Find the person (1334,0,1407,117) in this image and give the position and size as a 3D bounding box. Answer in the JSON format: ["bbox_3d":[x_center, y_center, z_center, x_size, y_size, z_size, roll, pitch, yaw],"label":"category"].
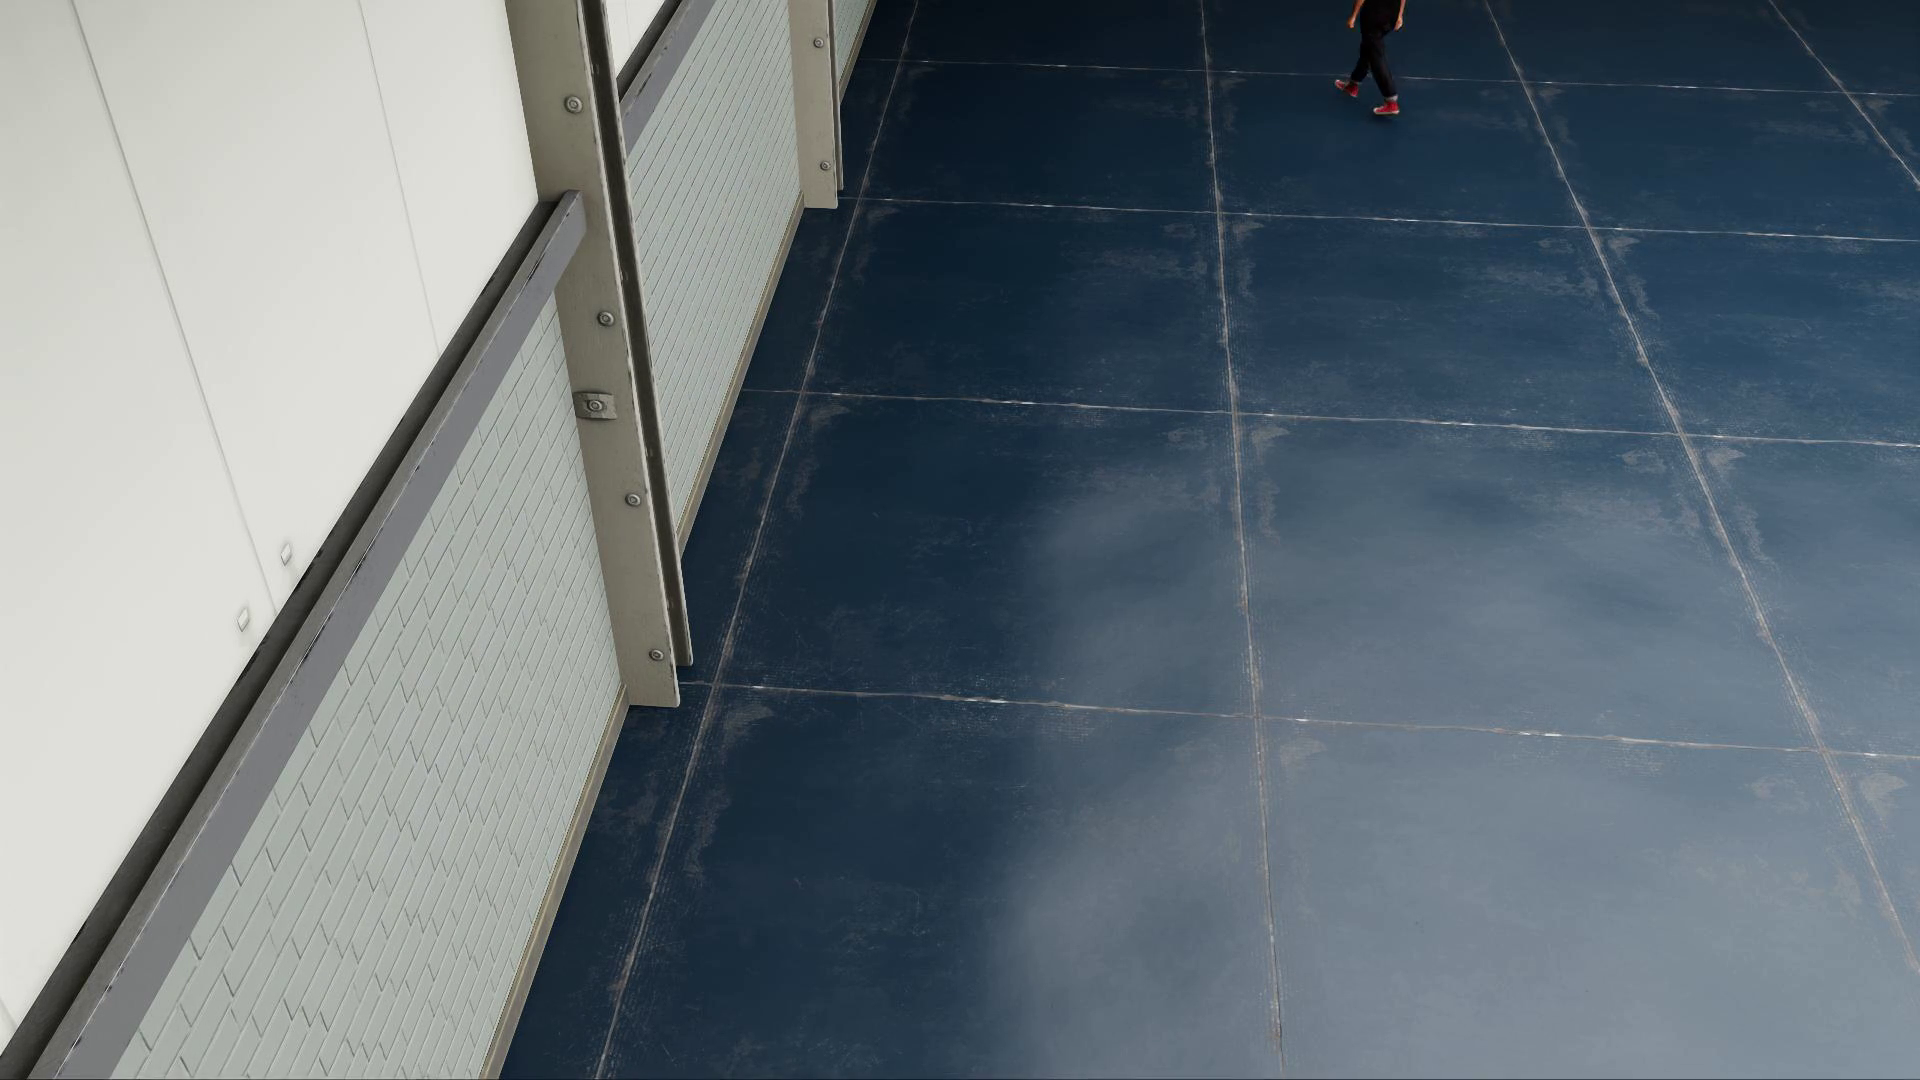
[{"bbox_3d":[3.795,-4.638,14.840,1.100,1.728,1.201,-24,44,-27],"label":"person"}]
